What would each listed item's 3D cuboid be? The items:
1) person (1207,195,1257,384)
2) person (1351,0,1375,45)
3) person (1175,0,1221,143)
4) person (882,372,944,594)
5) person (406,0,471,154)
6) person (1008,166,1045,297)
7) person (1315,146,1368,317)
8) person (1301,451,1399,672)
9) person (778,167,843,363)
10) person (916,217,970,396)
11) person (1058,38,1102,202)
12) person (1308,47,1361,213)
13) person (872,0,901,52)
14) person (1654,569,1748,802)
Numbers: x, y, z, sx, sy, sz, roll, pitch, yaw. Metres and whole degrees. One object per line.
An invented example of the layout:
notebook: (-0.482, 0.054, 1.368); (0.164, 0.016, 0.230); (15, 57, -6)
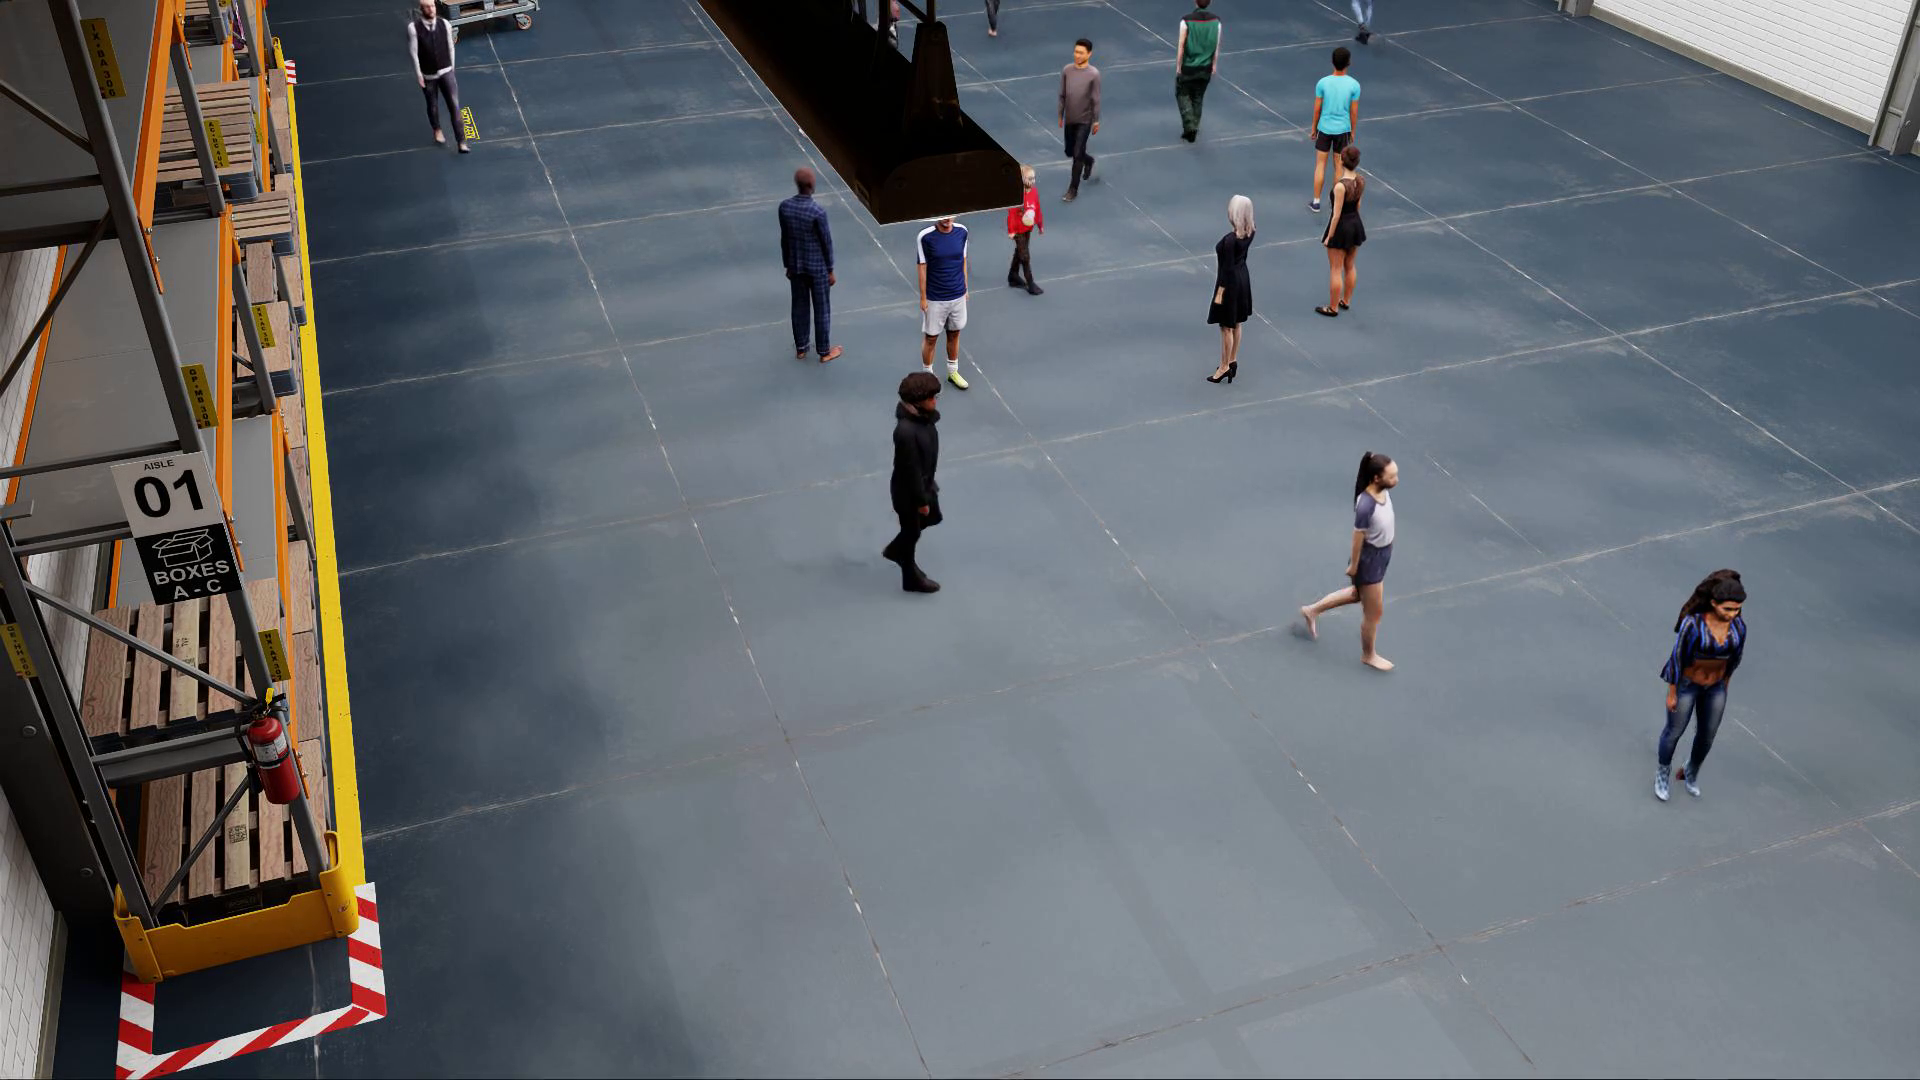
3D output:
person: (2.384, -2.205, 14.611); (0.740, 1.747, 0.698); (19, 38, 27)
person: (5.671, -7.668, 22.863); (0.607, 1.709, 0.692); (-9, 35, -14)
person: (2.786, -5.559, 19.580); (0.731, 1.831, 0.798); (-4, 34, -6)
person: (-0.407, -0.416, 11.909); (0.893, 1.759, 0.835); (12, 36, 18)
person: (-6.157, -5.443, 19.457); (0.816, 1.775, 1.265); (-17, 37, -23)
person: (0.571, -3.068, 16.348); (0.877, 1.261, 0.722); (28, 43, 35)
person: (3.644, -2.937, 15.775); (0.654, 1.677, 0.670); (-25, 41, -33)
person: (2.674, 0.109, 11.237); (1.040, 1.627, 0.958); (17, 37, 23)
person: (-1.358, -2.471, 14.945); (0.762, 1.820, 0.813); (13, 36, 18)
person: (-0.145, -2.153, 14.449); (0.661, 1.839, 0.597); (-16, 37, -23)
person: (1.350, -4.645, 18.273); (1.044, 1.757, 1.023); (-5, 34, -8)
person: (4.018, -4.398, 17.886); (0.689, 1.774, 0.683); (6, 34, 9)
person: (-0.943, -5.356, 19.304); (1.036, 1.799, 0.991); (8, 35, 12)
person: (4.461, 0.859, 10.111); (0.706, 1.624, 0.703); (1, 34, 2)
